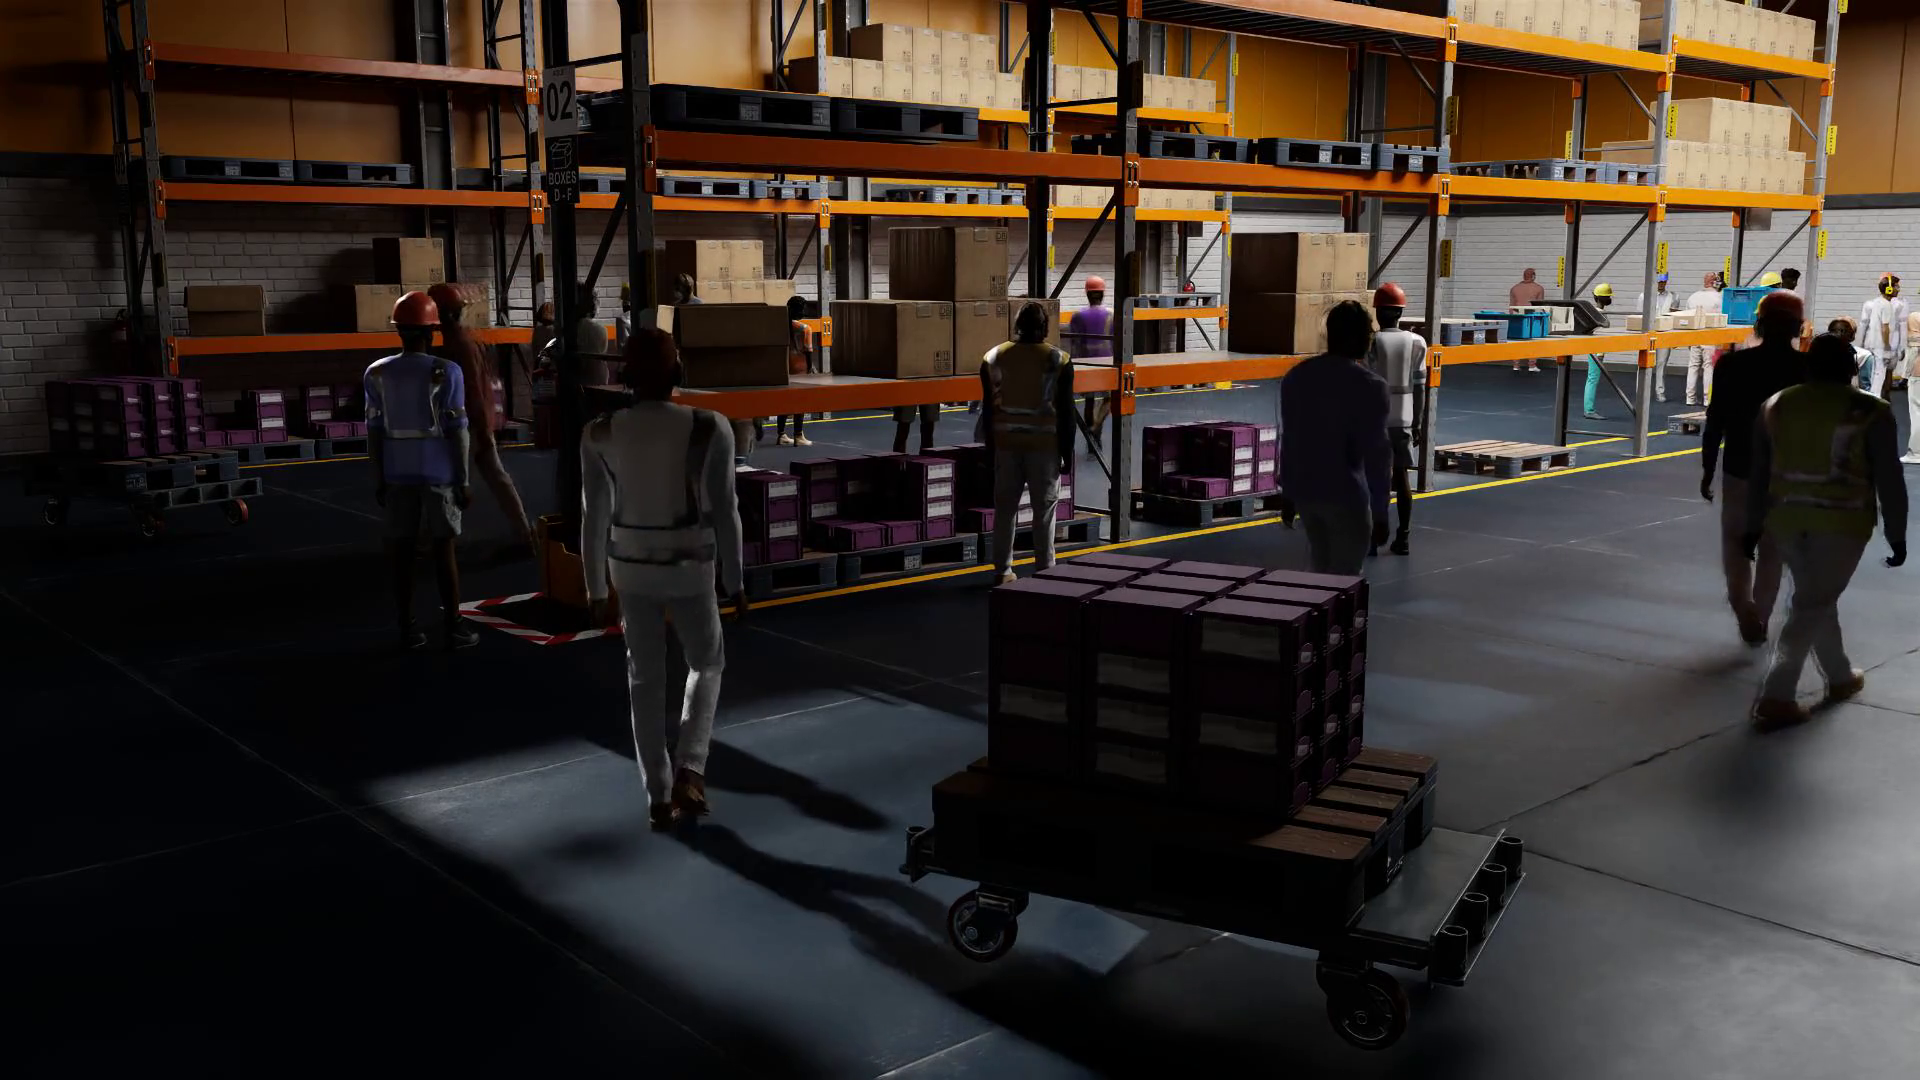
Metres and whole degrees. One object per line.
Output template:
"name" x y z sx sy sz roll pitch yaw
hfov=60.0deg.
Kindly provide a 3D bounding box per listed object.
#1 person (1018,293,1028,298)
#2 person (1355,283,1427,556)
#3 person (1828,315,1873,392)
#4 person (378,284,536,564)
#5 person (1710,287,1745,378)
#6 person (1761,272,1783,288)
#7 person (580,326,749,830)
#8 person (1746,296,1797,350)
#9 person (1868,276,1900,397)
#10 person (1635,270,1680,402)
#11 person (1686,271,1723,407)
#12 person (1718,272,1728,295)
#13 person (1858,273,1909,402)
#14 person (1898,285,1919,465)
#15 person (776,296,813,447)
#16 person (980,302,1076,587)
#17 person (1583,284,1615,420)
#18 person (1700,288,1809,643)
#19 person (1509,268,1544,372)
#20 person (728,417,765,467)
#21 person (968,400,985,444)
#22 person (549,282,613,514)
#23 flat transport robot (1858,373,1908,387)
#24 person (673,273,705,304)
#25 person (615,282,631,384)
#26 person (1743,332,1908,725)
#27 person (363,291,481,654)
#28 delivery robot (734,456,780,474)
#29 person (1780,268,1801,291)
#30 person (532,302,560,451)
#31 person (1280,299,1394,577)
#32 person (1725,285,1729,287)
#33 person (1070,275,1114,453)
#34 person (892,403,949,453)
"person" 0.804 -2.182 20.366 0.544 1.676 0.468 -3 10 -15
"person" 3.014 -0.851 11.823 0.550 1.935 0.375 -1 10 -7
"person" 7.248 -1.038 13.793 0.513 1.639 0.307 8 12 38
"person" -3.473 -0.787 11.468 1.070 1.925 0.637 -2 10 -13
"person" 10.672 -2.689 23.188 0.522 1.731 0.846 2 10 10
"person" 10.250 -2.419 21.063 0.584 1.919 0.375 -8 12 -38
"person" -1.091 0.148 6.171 0.617 1.868 0.410 0 10 0
"person" 7.387 -1.354 15.273 0.329 1.767 0.529 -5 11 -27
"person" 11.843 -2.445 21.351 0.329 1.874 0.518 2 10 12
"person" 10.135 -2.969 24.196 0.615 1.945 0.404 1 10 8
"person" 10.563 -2.829 23.497 0.399 1.908 0.643 -4 11 -24
"person" 12.450 -3.421 27.073 0.384 1.878 0.744 6 11 32
"person" 12.387 -2.622 22.337 0.573 1.881 0.994 6 11 31
"person" 9.857 -1.726 16.981 0.594 1.923 0.371 -3 10 -15
"person" -1.847 -1.884 18.614 0.533 1.687 0.320 7 12 36
"person" 0.446 -0.589 10.600 0.620 1.836 0.429 3 10 18
"person" 8.346 -2.457 21.729 0.308 1.769 0.525 3 10 17
"person" 4.352 -0.376 8.994 0.641 1.958 0.788 4 10 22
"person" 10.457 -4.053 30.659 0.643 1.910 0.400 8 13 40
"person" -1.792 -0.933 13.195 0.525 1.624 0.419 1 10 7
"person" 0.244 -1.283 15.335 0.851 1.579 0.526 0 10 -2
"person" -2.847 -1.044 13.009 0.642 1.908 0.912 7 12 35
"flat transport robot" 14.680 -2.554 26.666 1.431 0.197 0.652 -5 11 -29
"person" -3.071 -2.041 18.805 0.627 1.934 0.371 9 13 43
"person" -3.623 -1.939 18.488 0.404 1.837 0.590 5 11 27
"person" 3.998 -0.060 7.694 1.002 1.779 0.638 -5 11 -28
"person" -2.875 -0.351 8.895 0.547 1.939 0.376 1 10 4
"delivery robot" -1.740 -0.412 13.021 0.477 0.478 0.707 8 13 40
"person" 11.673 -2.877 23.616 0.369 1.960 0.604 1 10 8
"person" -4.499 -1.788 18.223 0.496 1.629 0.277 9 13 43
"person" 1.809 -0.181 7.947 0.440 1.919 0.648 -6 11 -32
"person" 12.696 -3.416 27.714 0.308 1.641 0.516 -1 10 -9
"person" 1.438 -1.861 17.761 0.569 1.923 0.603 3 10 17
"person" -0.365 -1.370 14.558 0.615 2.039 0.386 -3 10 -19
